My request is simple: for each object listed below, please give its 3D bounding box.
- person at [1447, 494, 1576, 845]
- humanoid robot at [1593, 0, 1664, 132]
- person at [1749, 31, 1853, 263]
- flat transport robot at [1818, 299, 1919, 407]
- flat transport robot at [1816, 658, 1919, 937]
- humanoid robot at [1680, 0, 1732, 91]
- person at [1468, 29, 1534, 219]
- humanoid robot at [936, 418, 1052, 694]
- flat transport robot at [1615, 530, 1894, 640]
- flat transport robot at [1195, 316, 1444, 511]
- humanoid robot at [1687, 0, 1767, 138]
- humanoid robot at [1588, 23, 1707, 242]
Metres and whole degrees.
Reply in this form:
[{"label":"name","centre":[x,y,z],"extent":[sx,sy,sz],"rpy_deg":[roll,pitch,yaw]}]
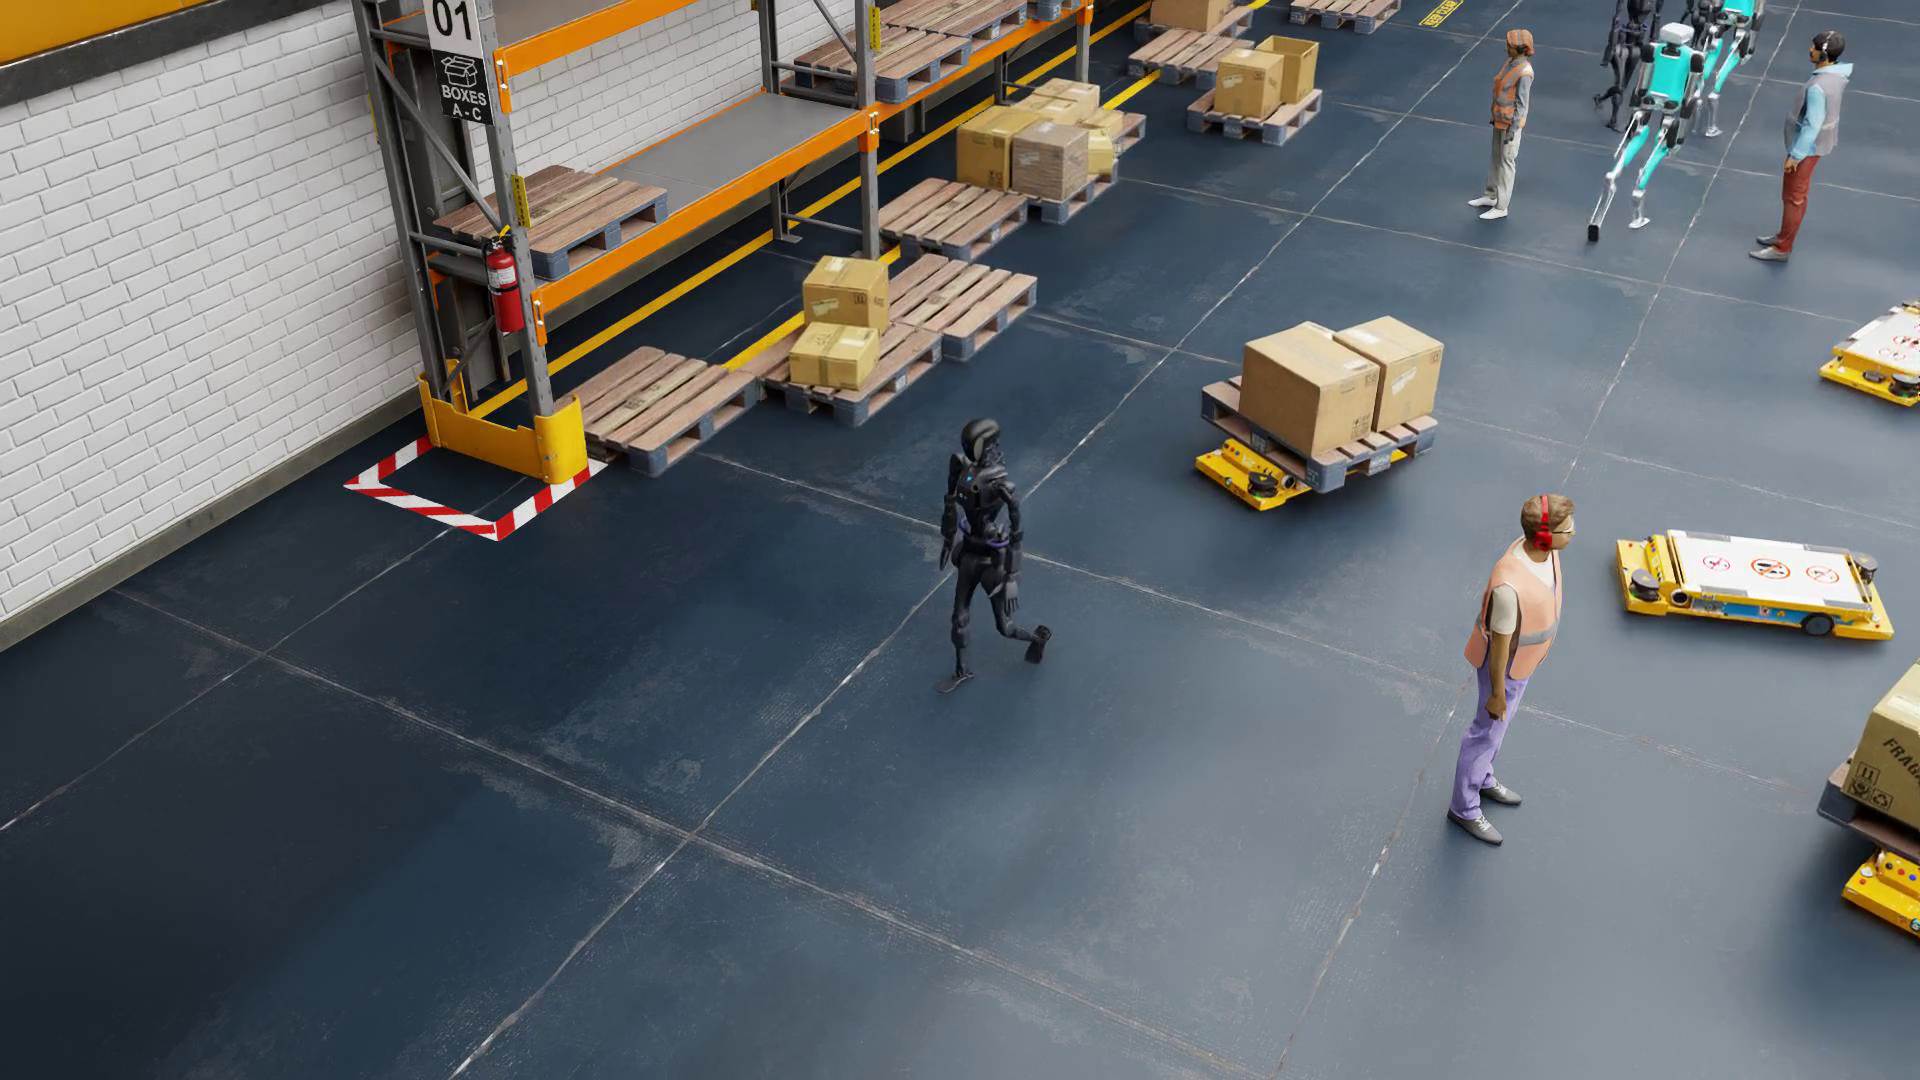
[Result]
[{"label":"person","centre":[2.582,0.580,7.837],"extent":[0.390,1.850,0.564],"rpy_deg":[19,38,27]},{"label":"humanoid robot","centre":[6.543,-4.891,16.336],"extent":[0.597,1.658,0.740],"rpy_deg":[-10,35,-14]},{"label":"person","centre":[6.861,-3.170,13.484],"extent":[0.416,1.879,0.532],"rpy_deg":[21,39,28]},{"label":"flat transport robot","centre":[6.983,-1.387,12.247],"extent":[1.431,0.231,0.659],"rpy_deg":[-26,42,-34]},{"label":"flat transport robot","centre":[4.850,1.457,7.943],"extent":[1.431,0.231,0.659],"rpy_deg":[-28,43,-35]},{"label":"humanoid robot","centre":[7.755,-5.439,17.102],"extent":[0.616,1.634,0.493],"rpy_deg":[17,37,23]},{"label":"person","centre":[4.708,-3.582,14.323],"extent":[0.308,1.639,0.514],"rpy_deg":[0,33,0]},{"label":"humanoid robot","centre":[0.178,0.061,8.818],"extent":[0.705,1.654,0.610],"rpy_deg":[-27,42,-34]},{"label":"flat transport robot","centre":[4.645,0.253,9.765],"extent":[1.431,0.231,0.659],"rpy_deg":[7,34,10]},{"label":"flat transport robot","centre":[2.331,-0.609,11.069],"extent":[1.431,0.231,0.659],"rpy_deg":[-20,38,-27]},{"label":"humanoid robot","centre":[7.287,-4.703,15.938],"extent":[0.531,1.801,0.639],"rpy_deg":[27,42,35]},{"label":"humanoid robot","centre":[5.653,-3.337,13.876],"extent":[0.964,1.766,0.549],"rpy_deg":[-28,43,-36]}]
